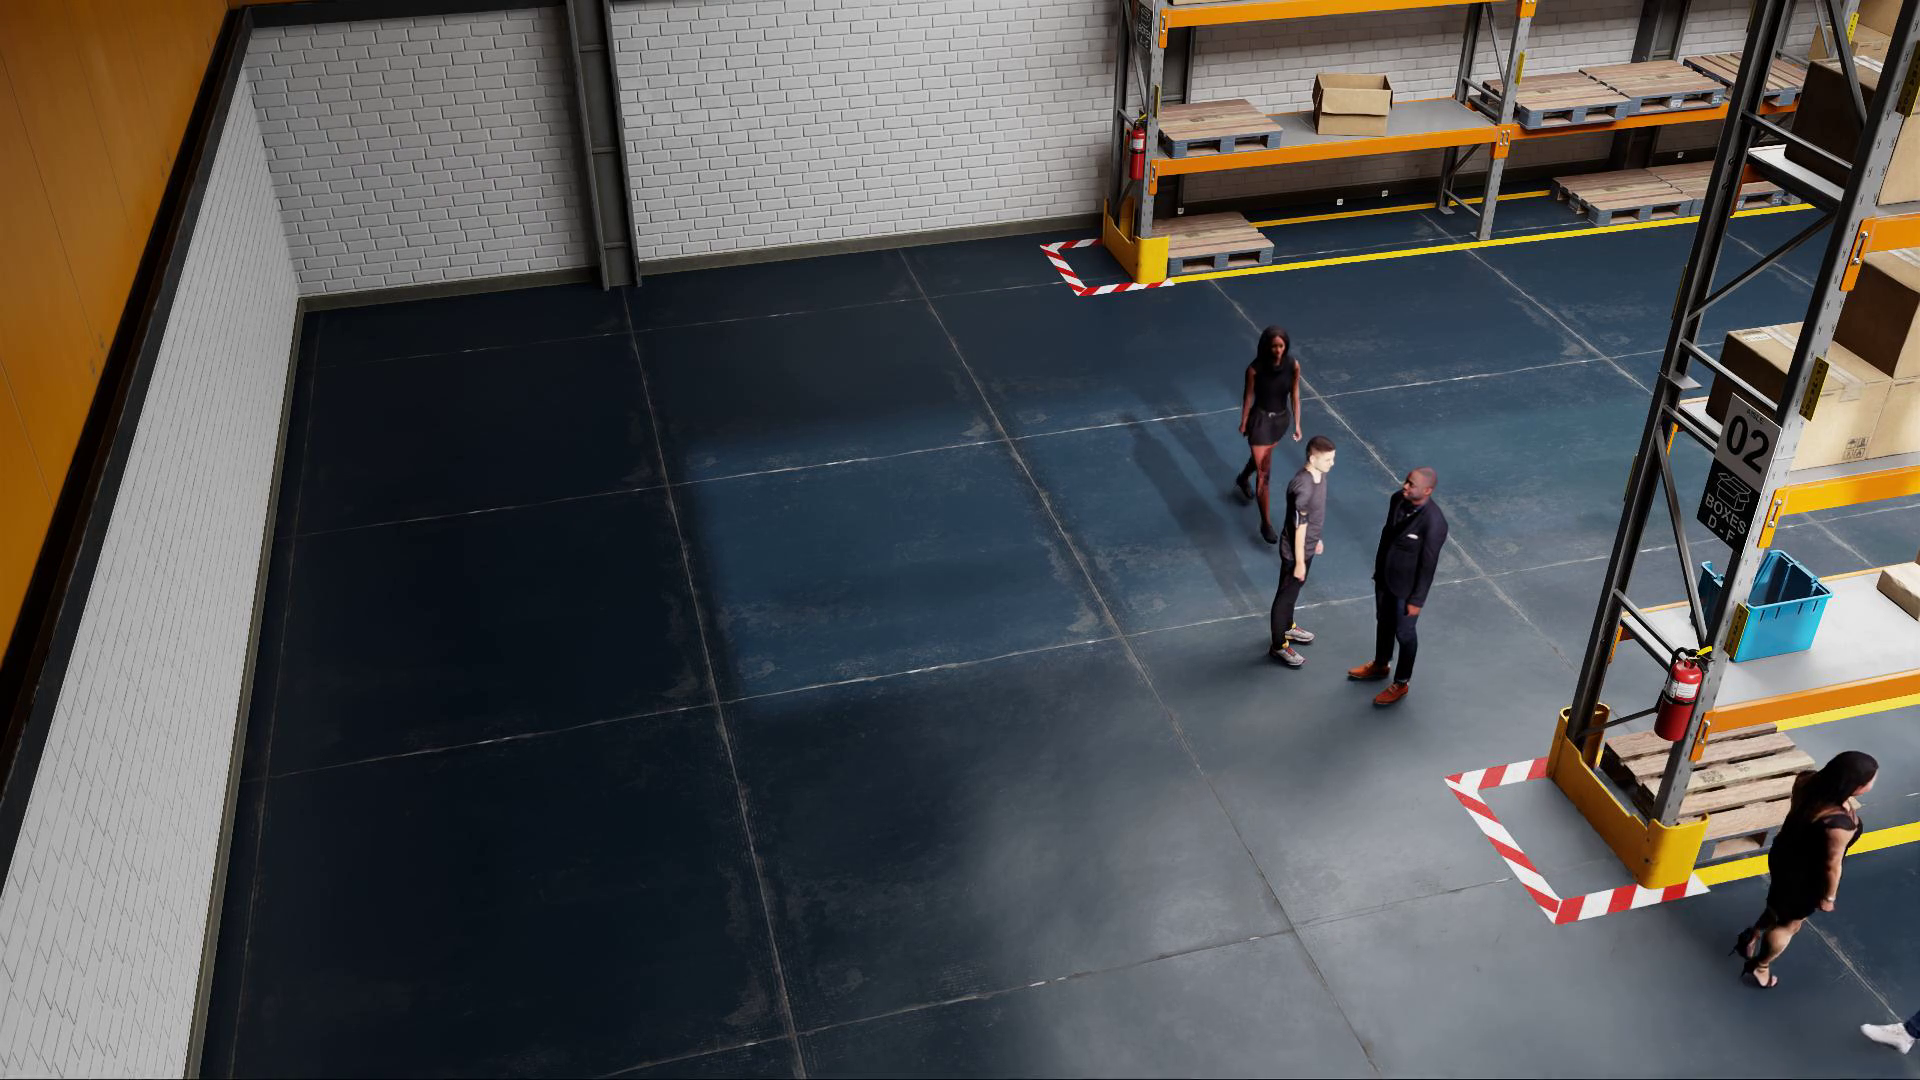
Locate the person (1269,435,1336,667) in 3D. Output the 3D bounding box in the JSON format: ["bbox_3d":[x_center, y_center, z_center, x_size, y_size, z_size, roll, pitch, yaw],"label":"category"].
[{"bbox_3d":[2.393,0.042,11.710,0.764,1.760,0.720,15,37,22],"label":"person"}]

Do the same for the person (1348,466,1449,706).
[{"bbox_3d":[3.015,0.281,11.298,0.614,1.818,0.705,-11,35,-17],"label":"person"}]

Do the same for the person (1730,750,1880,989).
[{"bbox_3d":[4.521,1.811,9.100,0.762,1.705,0.759,1,34,1],"label":"person"}]

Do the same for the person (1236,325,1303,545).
[{"bbox_3d":[2.417,-0.932,13.238,1.121,1.693,0.698,-11,35,-16],"label":"person"}]
